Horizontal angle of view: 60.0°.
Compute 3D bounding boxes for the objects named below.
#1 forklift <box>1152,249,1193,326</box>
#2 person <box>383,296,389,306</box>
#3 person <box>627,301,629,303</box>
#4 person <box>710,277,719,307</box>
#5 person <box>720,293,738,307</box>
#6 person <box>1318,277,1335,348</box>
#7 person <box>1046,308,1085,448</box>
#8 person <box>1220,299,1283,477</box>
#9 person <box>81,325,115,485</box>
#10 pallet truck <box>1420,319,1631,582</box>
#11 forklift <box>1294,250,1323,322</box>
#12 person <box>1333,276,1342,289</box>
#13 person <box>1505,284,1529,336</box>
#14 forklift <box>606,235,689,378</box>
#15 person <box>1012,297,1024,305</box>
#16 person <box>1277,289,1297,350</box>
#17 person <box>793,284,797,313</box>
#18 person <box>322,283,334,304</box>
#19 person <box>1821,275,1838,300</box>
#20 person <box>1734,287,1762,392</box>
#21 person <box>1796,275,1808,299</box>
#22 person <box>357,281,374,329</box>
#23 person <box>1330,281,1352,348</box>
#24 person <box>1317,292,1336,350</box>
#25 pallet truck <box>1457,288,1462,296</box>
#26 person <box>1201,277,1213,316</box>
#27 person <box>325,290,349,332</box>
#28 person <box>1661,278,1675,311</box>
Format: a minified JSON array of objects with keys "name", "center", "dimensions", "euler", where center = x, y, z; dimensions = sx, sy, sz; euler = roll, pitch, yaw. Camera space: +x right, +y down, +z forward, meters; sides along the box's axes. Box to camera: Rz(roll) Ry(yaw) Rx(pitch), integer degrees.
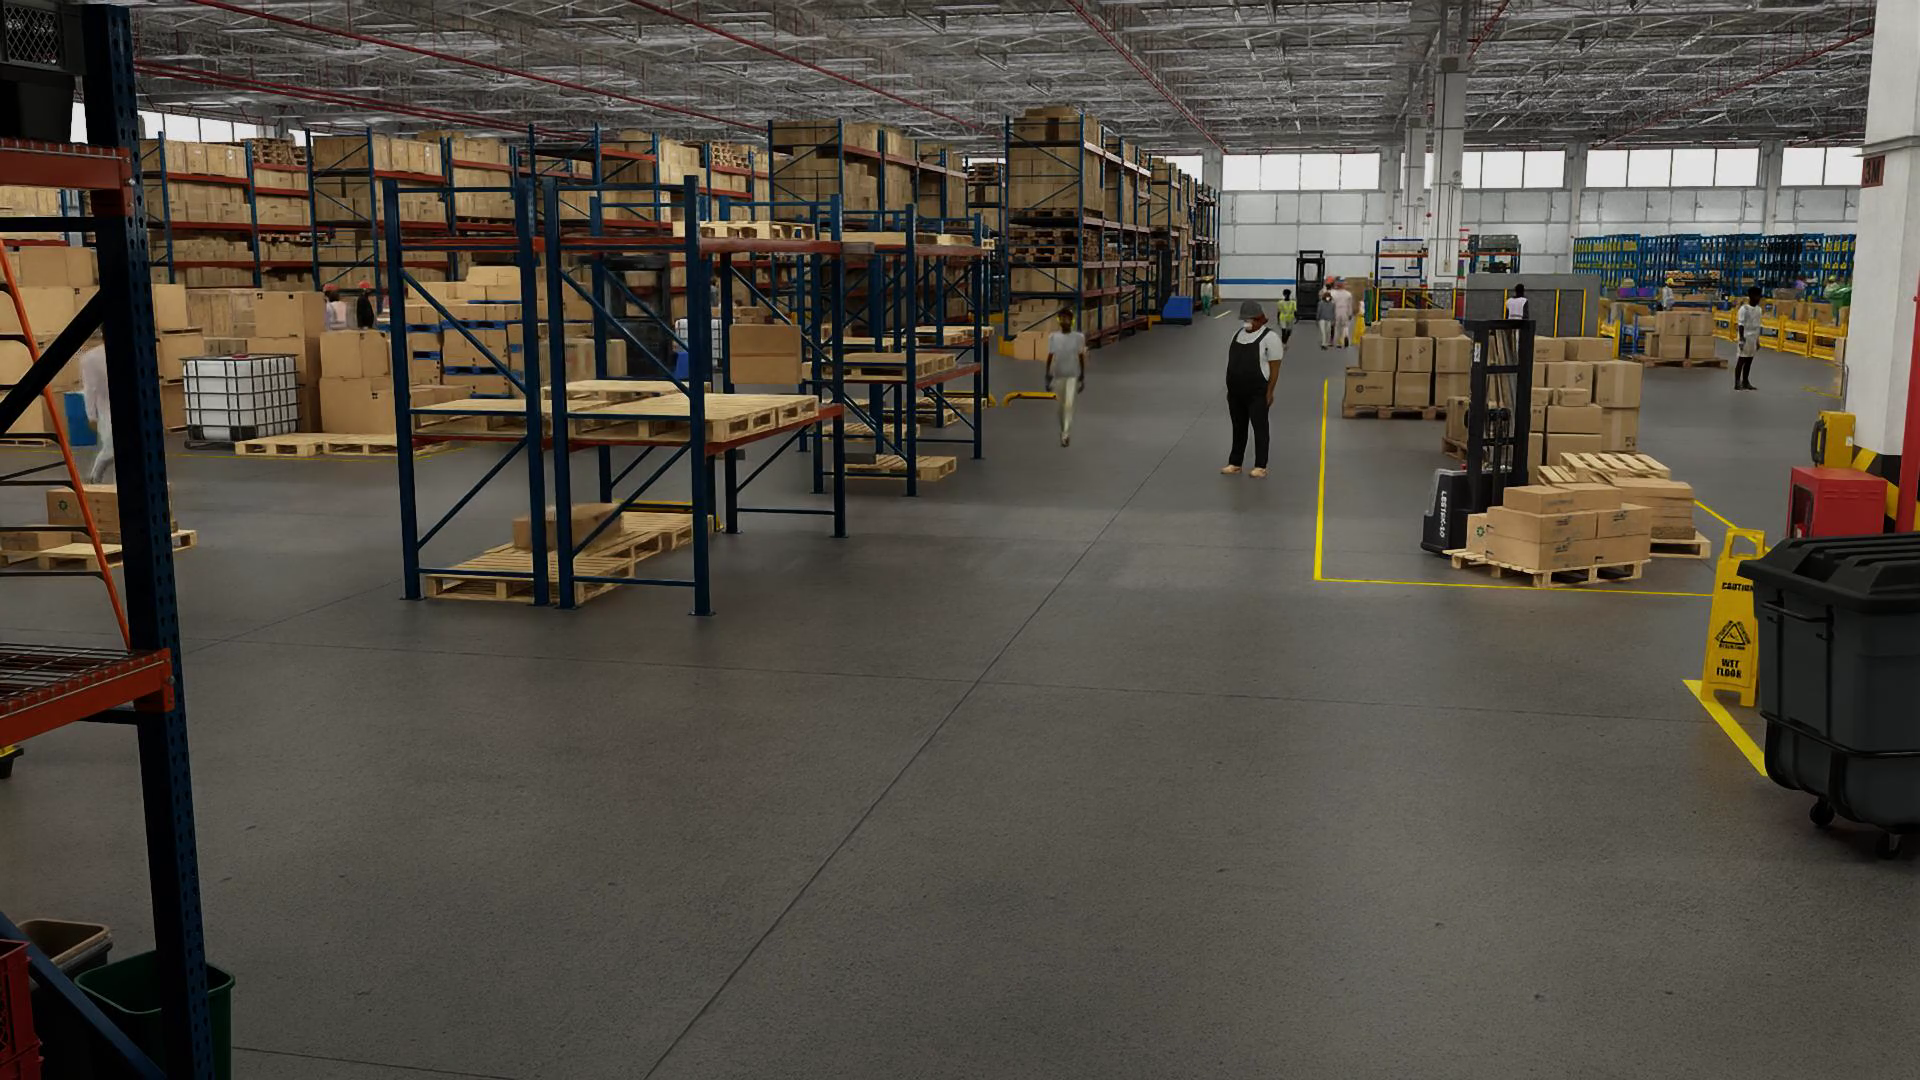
[{"name":"forklift","center":[7.646,-9.320,61.395],"dimensions":[1.873,2.768,1.129],"euler":[2,10,11]},{"name":"person","center":[-14.494,-5.608,42.598],"dimensions":[0.633,1.802,0.926],"euler":[5,11,26]},{"name":"person","center":[-8.958,-5.805,44.157],"dimensions":[0.542,1.678,0.589],"euler":[4,11,24]},{"name":"person","center":[-7.539,-7.058,50.787],"dimensions":[0.372,1.940,0.630],"euler":[-7,12,-34]},{"name":"person","center":[-5.882,-5.486,42.415],"dimensions":[0.613,1.624,0.379],"euler":[2,10,11]},{"name":"person","center":[10.398,-6.424,46.898],"dimensions":[0.623,1.994,1.032],"euler":[4,11,25]},{"name":"person","center":[1.403,-2.164,22.092],"dimensions":[0.513,1.850,0.671],"euler":[2,10,11]},{"name":"person","center":[3.284,-1.734,18.955],"dimensions":[0.535,2.000,0.674],"euler":[-9,13,-43]},{"name":"person","center":[-8.403,-1.261,16.534],"dimensions":[0.670,1.923,0.640],"euler":[7,12,35]},{"name":"pallet truck","center":[4.543,-0.757,13.299],"dimensions":[0.823,1.965,1.885],"euler":[-4,10,-22]},{"name":"forklift","center":[13.778,-10.002,65.433],"dimensions":[1.129,2.768,1.873],"euler":[2,10,12]},{"name":"person","center":[19.494,-12.755,85.470],"dimensions":[0.545,1.602,0.782],"euler":[-8,12,-38]},{"name":"person","center":[12.582,-4.818,37.580],"dimensions":[0.393,1.919,0.589],"euler":[-7,12,-36]},{"name":"forklift","center":[-4.736,-3.146,24.835],"dimensions":[1.129,2.768,1.873],"euler":[2,10,12]},{"name":"person","center":[2.048,-8.363,59.020],"dimensions":[0.524,1.769,0.314],"euler":[9,13,43]},{"name":"person","center":[8.909,-6.033,45.482],"dimensions":[0.531,1.675,0.643],"euler":[-1,10,-6]},{"name":"person","center":[-7.227,-11.035,74.649],"dimensions":[0.573,1.828,0.511],"euler":[3,10,15]},{"name":"person","center":[-14.840,-5.147,39.577],"dimensions":[0.871,1.916,0.560],"euler":[-8,12,-39]},{"name":"person","center":[37.164,-10.396,70.997],"dimensions":[0.922,1.792,0.585],"euler":[-3,10,-15]},{"name":"person","center":[14.803,-3.763,31.188],"dimensions":[0.608,1.966,0.374],"euler":[-6,11,-32]},{"name":"person","center":[36.276,-10.535,71.786],"dimensions":[0.636,1.796,0.570],"euler":[1,10,8]},{"name":"person","center":[-13.276,-4.794,37.208],"dimensions":[0.375,1.997,0.612],"euler":[-6,11,-32]},{"name":"person","center":[10.583,-6.271,46.290],"dimensions":[0.676,1.882,0.505],"euler":[0,10,-2]},{"name":"person","center":[9.997,-5.989,45.457],"dimensions":[0.500,1.593,0.851],"euler":[0,10,-2]},{"name":"pallet truck","center":[20.506,-9.785,68.819],"dimensions":[0.653,1.274,1.630],"euler":[2,10,12]},{"name":"person","center":[10.793,-10.654,72.769],"dimensions":[0.518,1.707,0.943],"euler":[1,10,6]},{"name":"person","center":[-13.232,-4.396,35.357],"dimensions":[0.529,1.827,0.646],"euler":[4,10,21]},{"name":"person","center":[24.695,-8.223,58.048],"dimensions":[0.403,1.818,0.601],"euler":[7,12,35]}]
